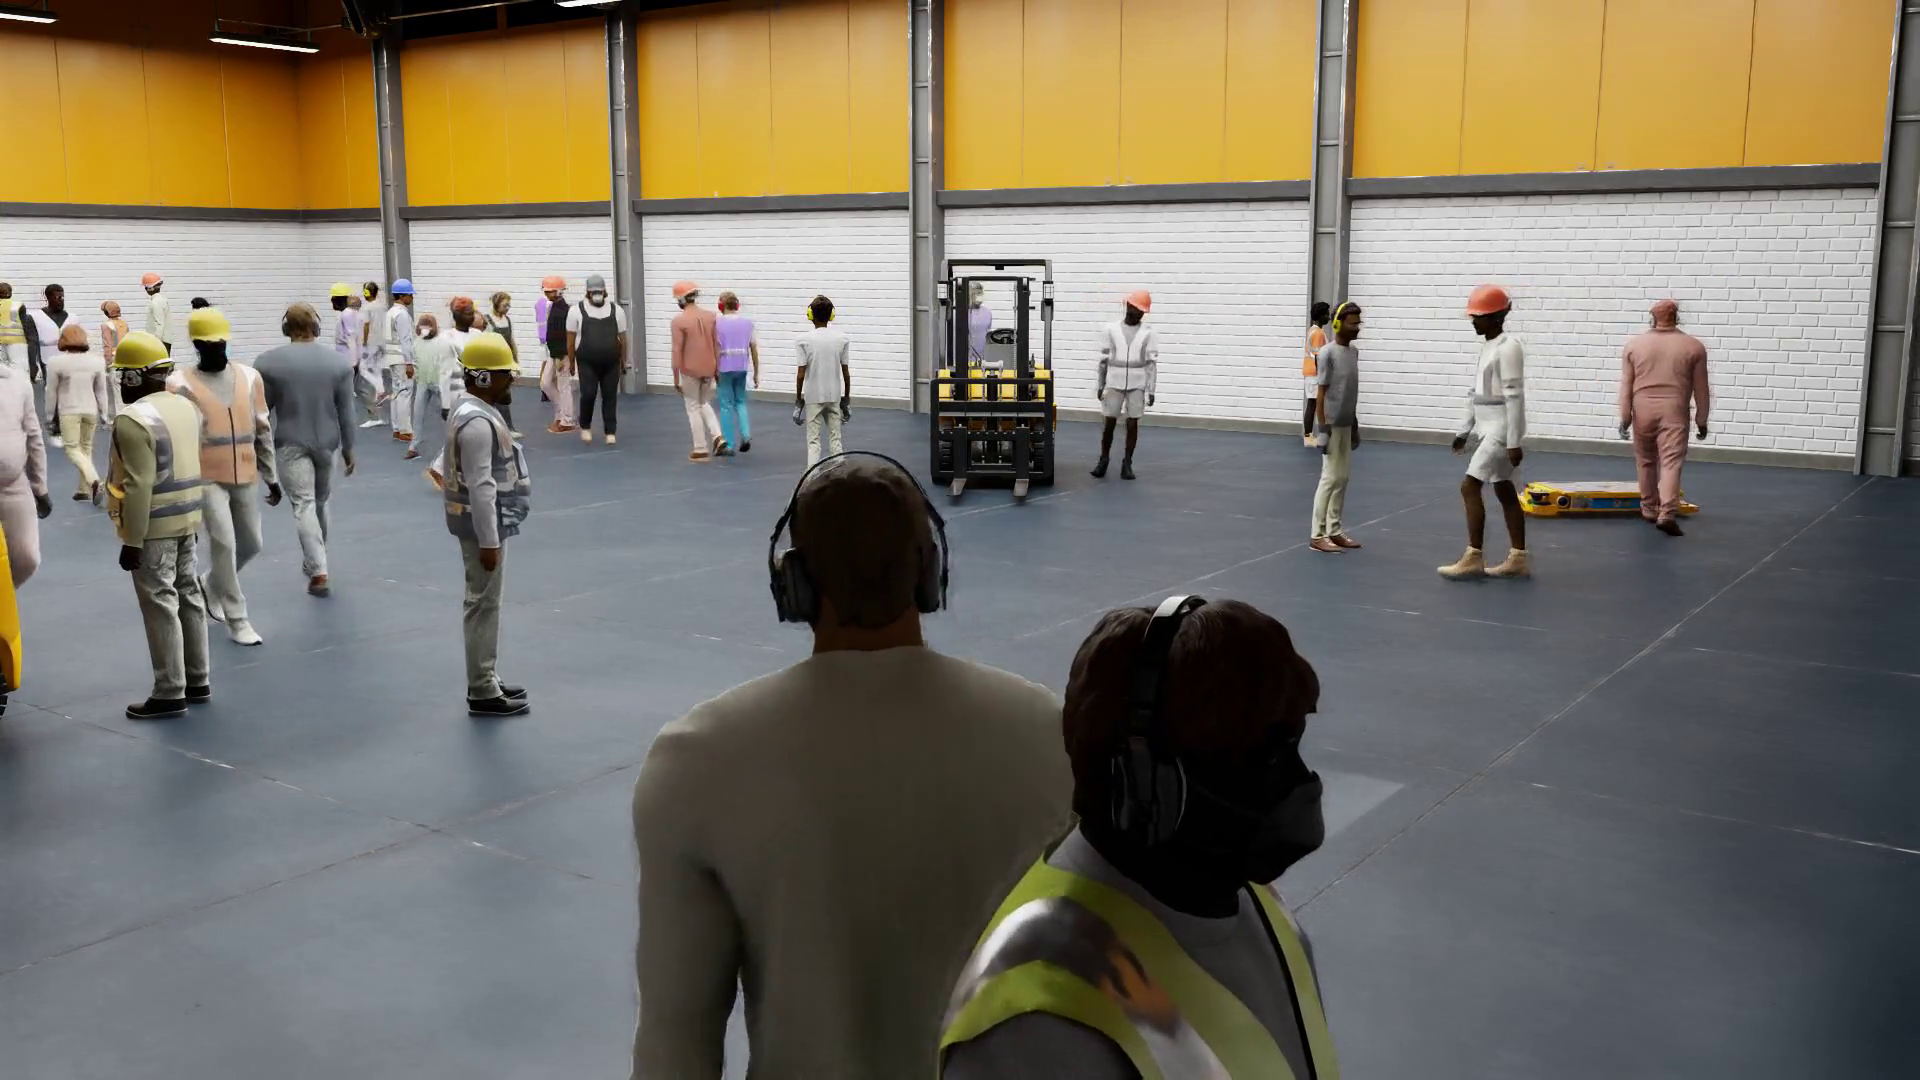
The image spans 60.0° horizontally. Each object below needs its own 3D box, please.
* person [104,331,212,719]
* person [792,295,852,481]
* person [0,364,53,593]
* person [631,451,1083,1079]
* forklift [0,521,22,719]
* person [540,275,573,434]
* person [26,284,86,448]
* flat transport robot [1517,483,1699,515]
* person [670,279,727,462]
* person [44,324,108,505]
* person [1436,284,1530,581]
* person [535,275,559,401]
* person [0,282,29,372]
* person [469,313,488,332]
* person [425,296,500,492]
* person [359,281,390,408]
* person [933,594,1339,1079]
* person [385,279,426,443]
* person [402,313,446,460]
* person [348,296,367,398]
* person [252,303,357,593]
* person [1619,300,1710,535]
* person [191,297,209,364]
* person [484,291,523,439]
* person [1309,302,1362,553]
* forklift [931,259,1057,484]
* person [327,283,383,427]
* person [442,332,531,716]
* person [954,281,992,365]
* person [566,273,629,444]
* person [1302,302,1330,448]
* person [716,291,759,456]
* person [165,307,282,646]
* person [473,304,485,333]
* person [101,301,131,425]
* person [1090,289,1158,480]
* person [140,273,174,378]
[{"bbox_3d":[-3.816,-0.070,7.896,0.404,1.830,0.603,0,10,3],"label":"person"},{"bbox_3d":[-1.194,-1.178,14.386,0.532,1.870,0.319,-4,10,-23],"label":"person"},{"bbox_3d":[-5.240,-0.264,8.893,0.604,1.887,0.656,7,12,35],"label":"person"},{"bbox_3d":[-0.111,0.839,2.262,0.632,1.916,0.427,-1,10,-8],"label":"person"},{"bbox_3d":[-5.296,-0.090,6.943,1.214,2.155,2.313,7,12,35],"label":"forklift"},{"bbox_3d":[-5.025,-2.304,20.740,0.468,1.981,0.653,-5,11,-28],"label":"person"},{"bbox_3d":[-10.396,-2.002,19.213,0.593,1.895,0.619,5,11,29],"label":"person"},{"bbox_3d":[5.501,-0.364,14.291,1.431,0.197,0.652,0,10,-3],"label":"flat transport robot"},{"bbox_3d":[-2.850,-1.812,17.864,0.473,1.969,0.638,9,13,41],"label":"person"},{"bbox_3d":[-7.776,-1.105,14.728,0.728,1.612,0.499,7,12,36],"label":"person"},{"bbox_3d":[3.547,-0.723,11.282,0.791,1.995,0.607,2,10,10],"label":"person"},{"bbox_3d":[-6.274,-3.083,25.524,0.543,1.939,0.371,9,13,43],"label":"person"},{"bbox_3d":[-14.817,-3.093,25.961,0.634,1.843,0.526,-1,10,-6],"label":"person"},{"bbox_3d":[-5.172,-1.618,17.773,0.536,1.615,0.647,3,10,16],"label":"person"},{"bbox_3d":[-4.586,-1.315,15.271,0.914,1.856,0.583,3,10,17],"label":"person"},{"bbox_3d":[-8.589,-2.844,24.331,0.385,1.856,0.563,3,10,15],"label":"person"},{"bbox_3d":[0.211,0.962,1.728,0.430,1.845,0.624,4,10,22],"label":"person"},{"bbox_3d":[-6.625,-2.129,19.818,0.404,1.945,0.614,-6,11,-31],"label":"person"},{"bbox_3d":[-5.812,-1.711,18.364,0.496,1.597,0.838,3,10,15],"label":"person"},{"bbox_3d":[-9.585,-3.073,26.470,0.538,1.588,0.876,0,10,-2],"label":"person"},{"bbox_3d":[-4.322,-0.614,10.986,0.648,1.889,1.027,-6,11,-32],"label":"person"},{"bbox_3d":[5.648,-0.990,13.365,0.679,1.859,0.988,5,11,28],"label":"person"},{"bbox_3d":[-10.467,-2.510,22.945,0.859,1.646,0.552,-2,10,-11],"label":"person"},{"bbox_3d":[-5.719,-2.147,20.394,0.882,1.807,0.515,5,11,28],"label":"person"},{"bbox_3d":[2.828,-0.838,12.405,0.334,1.860,0.533,9,13,42],"label":"person"},{"bbox_3d":[0.370,-1.738,16.759,1.214,2.155,2.313,1,10,3],"label":"forklift"},{"bbox_3d":[-7.900,-2.358,21.398,0.752,1.908,0.624,-3,10,-18],"label":"person"},{"bbox_3d":[-2.248,-0.071,7.939,0.403,1.826,0.593,-3,10,-18],"label":"person"},{"bbox_3d":[0.172,-2.075,19.550,0.660,1.924,0.444,-9,13,-43],"label":"person"},{"bbox_3d":[-4.241,-2.133,19.568,0.701,2.000,0.541,-4,10,-23],"label":"person"},{"bbox_3d":[4.140,-1.919,19.336,0.320,1.694,0.531,2,10,10],"label":"person"},{"bbox_3d":[-2.536,-1.843,18.476,0.605,1.824,0.434,-6,11,-32],"label":"person"},{"bbox_3d":[-4.233,-0.377,9.493,0.758,1.906,0.594,7,12,36],"label":"person"},{"bbox_3d":[-5.634,-1.919,19.210,0.390,1.720,0.514,2,10,12],"label":"person"},{"bbox_3d":[-11.125,-2.333,21.963,0.314,1.636,0.515,1,10,6],"label":"person"},{"bbox_3d":[1.640,-1.518,16.354,0.602,1.889,0.500,1,10,7],"label":"person"},{"bbox_3d":[-11.681,-2.893,24.251,0.392,1.988,0.608,-3,10,-18],"label":"person"}]
